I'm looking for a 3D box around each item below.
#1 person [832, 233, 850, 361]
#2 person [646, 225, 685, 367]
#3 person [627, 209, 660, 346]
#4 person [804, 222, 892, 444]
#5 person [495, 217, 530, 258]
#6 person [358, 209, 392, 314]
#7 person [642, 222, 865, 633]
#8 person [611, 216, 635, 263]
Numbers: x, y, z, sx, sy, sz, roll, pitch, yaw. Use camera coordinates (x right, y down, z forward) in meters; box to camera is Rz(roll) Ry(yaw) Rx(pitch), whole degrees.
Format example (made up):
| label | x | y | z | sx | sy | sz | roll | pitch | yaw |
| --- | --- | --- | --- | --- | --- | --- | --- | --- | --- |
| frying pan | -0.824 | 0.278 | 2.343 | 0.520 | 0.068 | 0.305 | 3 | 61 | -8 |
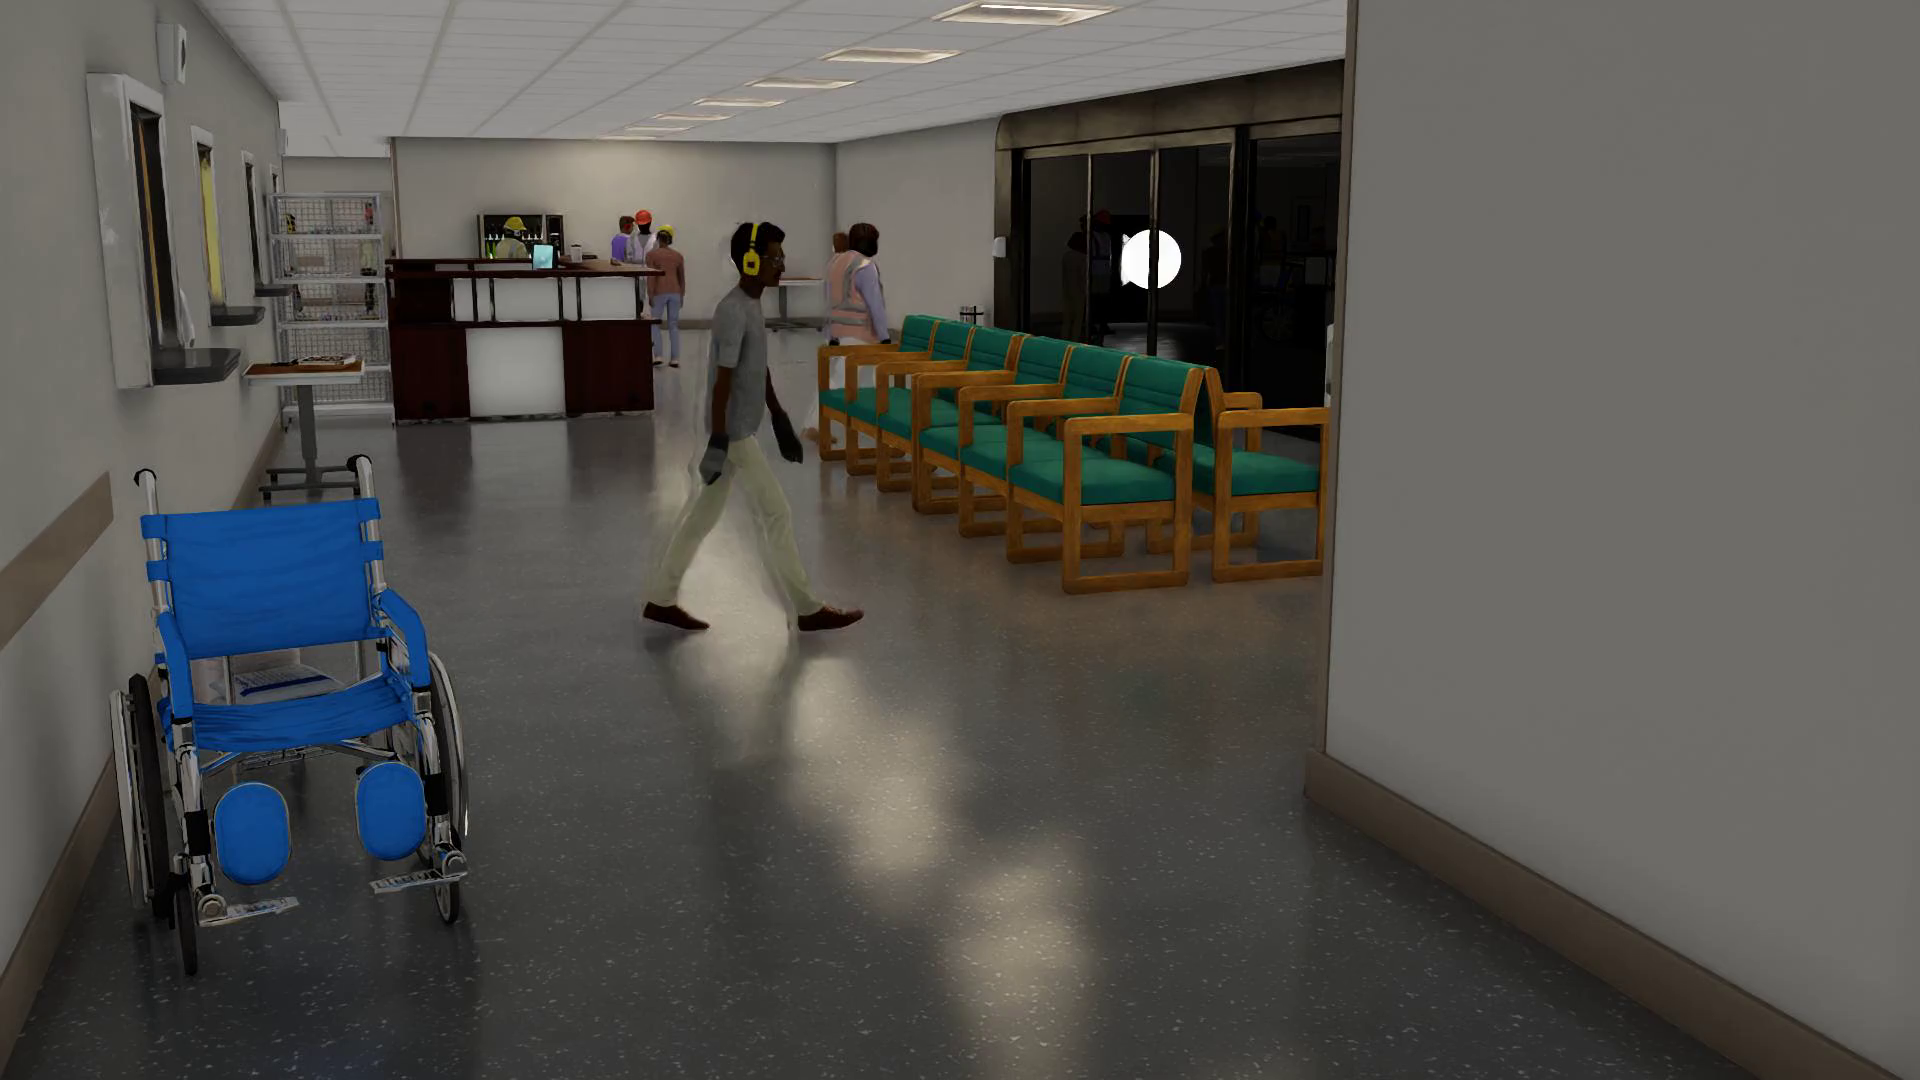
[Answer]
| label | x | y | z | sx | sy | sz | roll | pitch | yaw |
| --- | --- | --- | --- | --- | --- | --- | --- | --- | --- |
| person | -1.482 | -3.090 | 21.186 | 0.286 | 1.627 | 0.504 | 0 | 11 | 0 |
| person | -3.579 | -2.980 | 20.336 | 0.540 | 1.726 | 0.541 | -6 | 13 | -30 |
| person | -4.453 | -3.710 | 23.576 | 0.543 | 1.927 | 0.373 | 1 | 11 | 3 |
| person | -0.845 | -1.667 | 13.483 | 1.001 | 1.789 | 0.614 | -4 | 12 | -21 |
| person | -5.923 | -3.380 | 22.158 | 0.595 | 1.824 | 0.403 | 10 | 15 | 41 |
| person | -9.982 | -4.669 | 28.443 | 0.639 | 1.936 | 0.916 | 0 | 11 | 1 |
| person | -0.960 | -0.469 | 7.259 | 0.987 | 1.813 | 0.492 | -1 | 11 | -7 |
| person | -4.953 | -3.868 | 24.614 | 0.389 | 1.839 | 0.563 | -9 | 14 | -38 |
